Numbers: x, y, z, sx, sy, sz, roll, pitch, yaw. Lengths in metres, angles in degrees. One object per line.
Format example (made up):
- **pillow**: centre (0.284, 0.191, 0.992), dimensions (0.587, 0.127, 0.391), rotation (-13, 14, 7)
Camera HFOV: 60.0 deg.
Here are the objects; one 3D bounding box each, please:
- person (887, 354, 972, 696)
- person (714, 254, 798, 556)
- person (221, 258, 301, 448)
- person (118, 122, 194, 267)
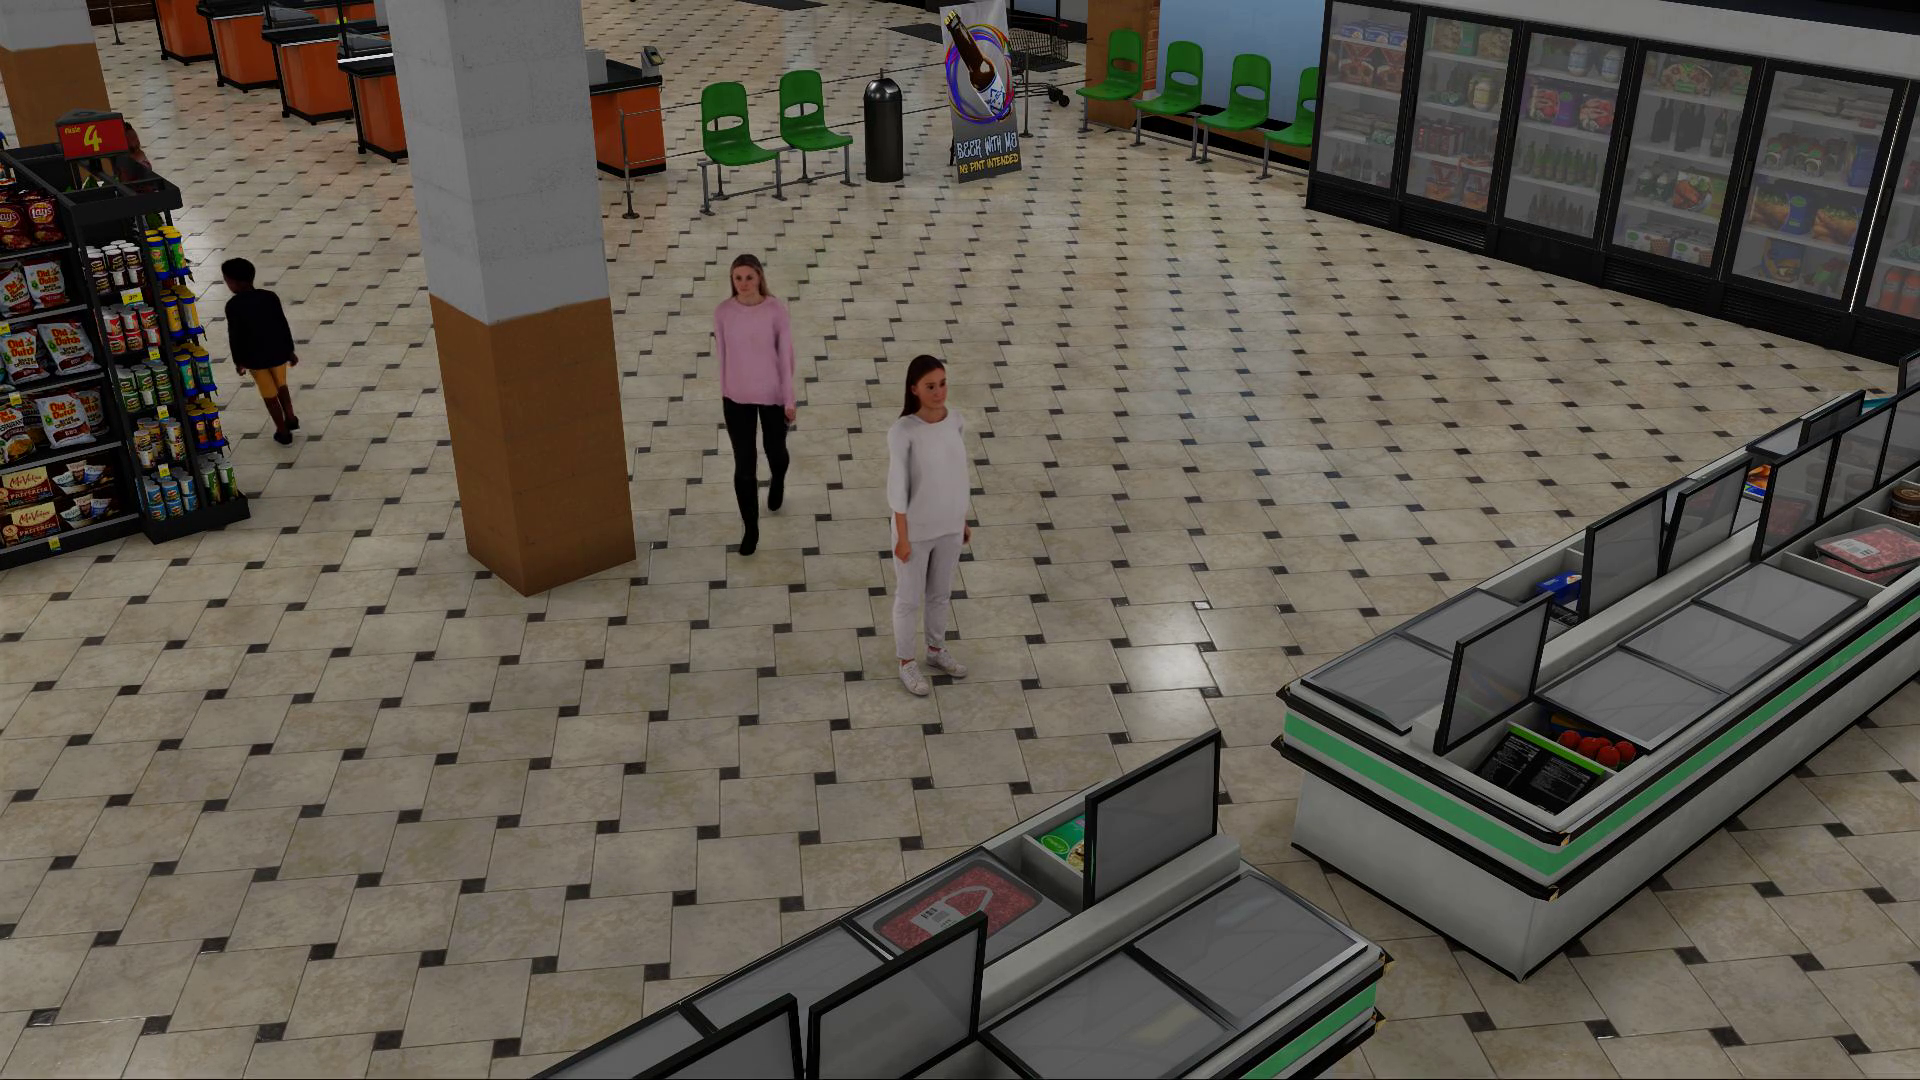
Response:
- **person**: centre (-0.158, -0.083, 7.950), dimensions (0.459, 1.688, 0.646), rotation (-21, 34, -35)
- **person**: centre (-1.126, -0.817, 9.436), dimensions (1.077, 1.653, 1.103), rotation (0, 27, 0)
- **person**: centre (-4.402, -1.169, 10.576), dimensions (0.473, 1.250, 0.617), rotation (-22, 34, -37)
- **person**: centre (-6.938, -2.874, 13.955), dimensions (0.961, 1.236, 0.840), rotation (-2, 27, -3)
